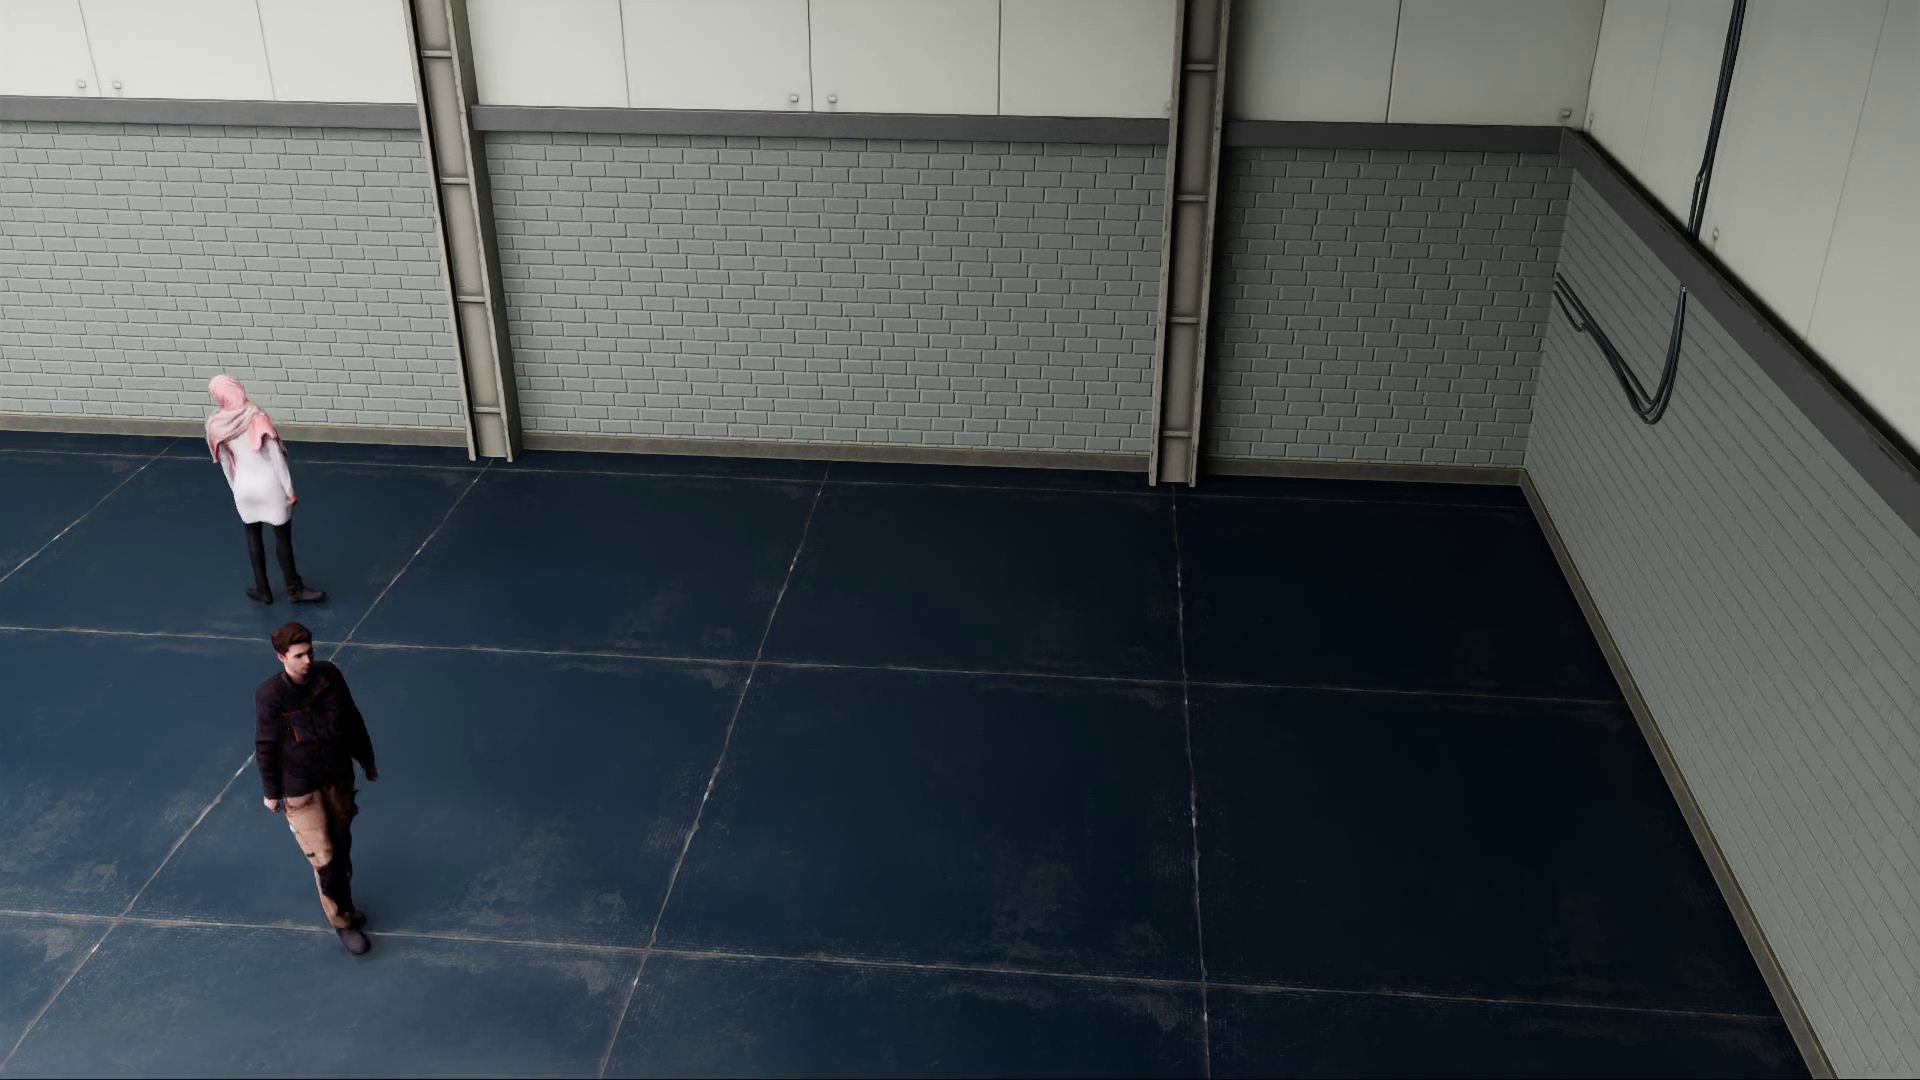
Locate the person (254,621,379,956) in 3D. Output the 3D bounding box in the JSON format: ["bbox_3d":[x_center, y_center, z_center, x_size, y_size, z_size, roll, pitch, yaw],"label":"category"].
[{"bbox_3d":[-3.458,1.255,8.833,0.978,1.912,0.917,19,33,32],"label":"person"}]

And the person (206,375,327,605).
[{"bbox_3d":[-5.032,-0.344,12.080,0.515,1.781,0.836,7,28,14],"label":"person"}]
